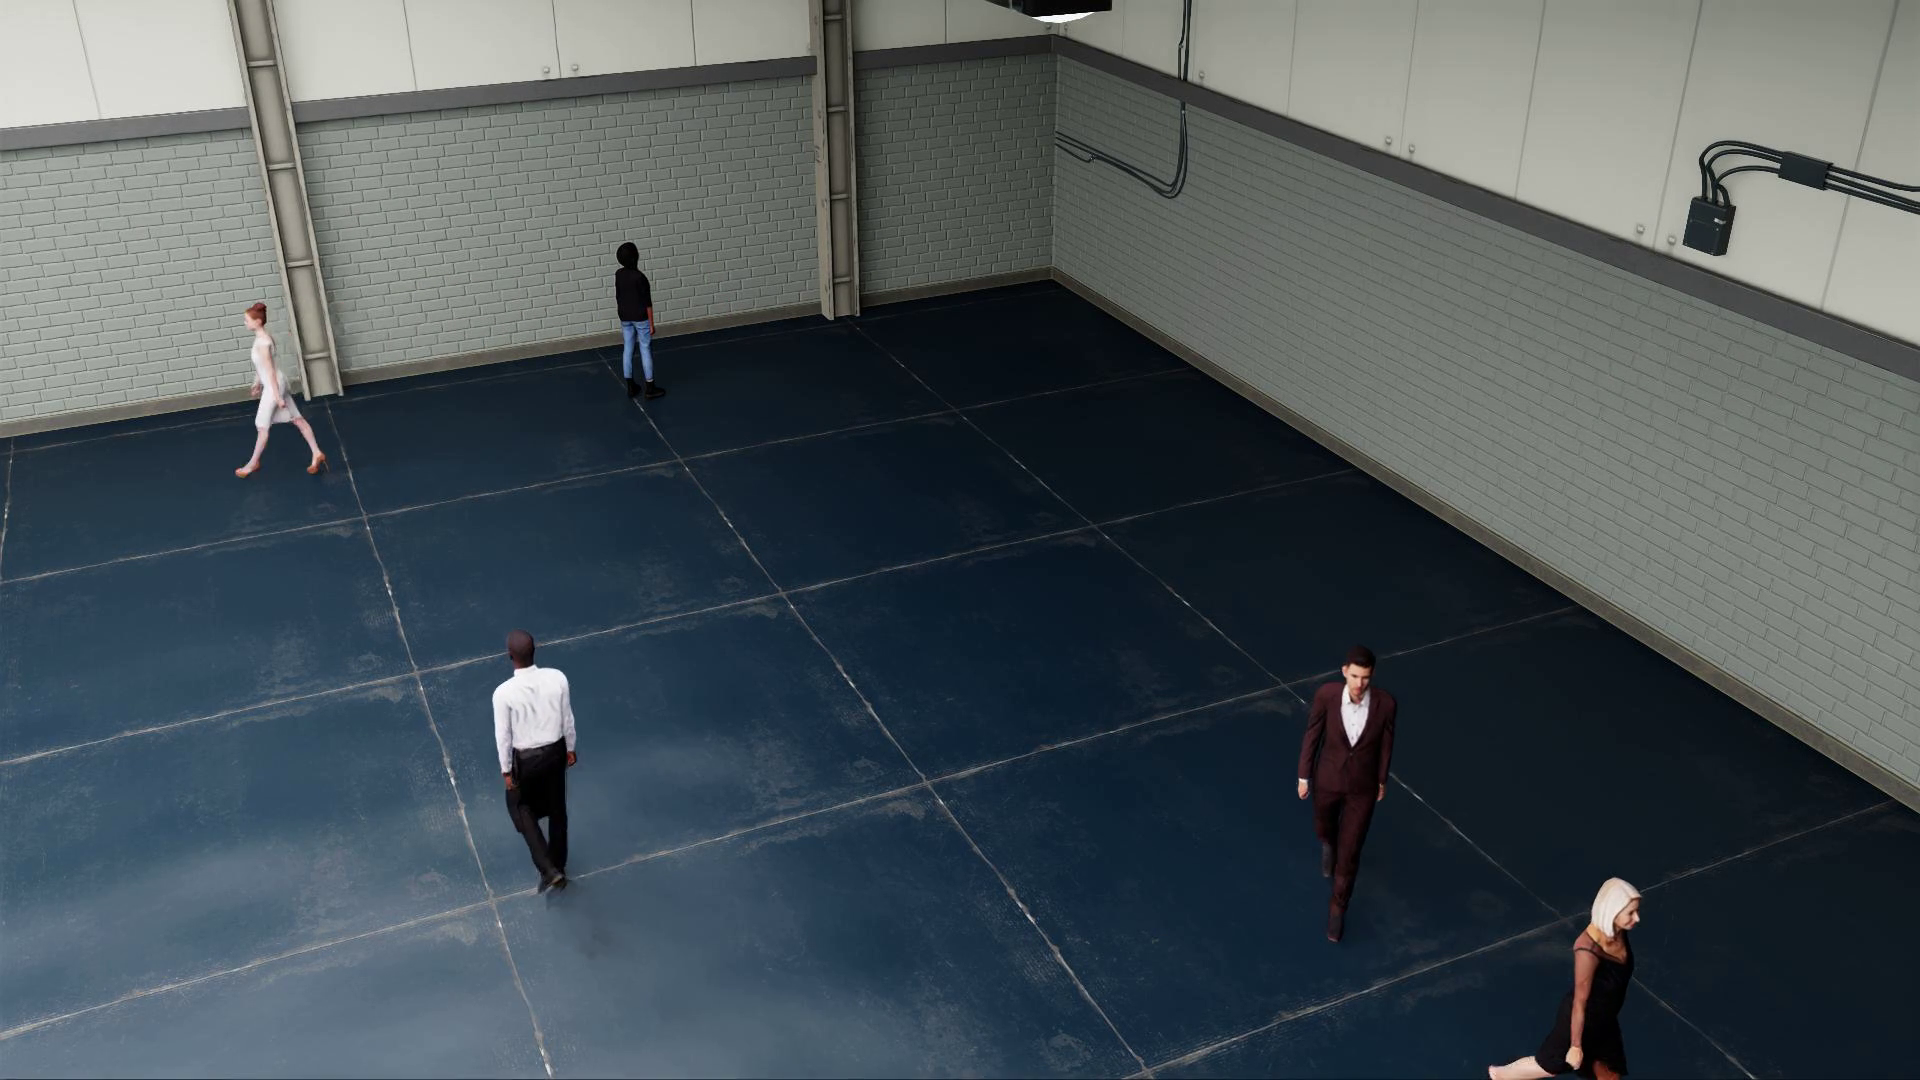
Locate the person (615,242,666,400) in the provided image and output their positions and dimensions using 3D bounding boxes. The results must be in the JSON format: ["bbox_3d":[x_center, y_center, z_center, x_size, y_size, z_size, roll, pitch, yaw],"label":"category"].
[{"bbox_3d":[-3.418,-2.310,17.527,0.654,1.702,0.710,10,29,19],"label":"person"}]

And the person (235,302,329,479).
[{"bbox_3d":[-6.344,-1.391,15.684,1.074,1.754,0.673,-8,28,-15],"label":"person"}]

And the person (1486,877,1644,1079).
[{"bbox_3d":[3.085,2.388,8.394,1.072,1.711,0.871,-21,34,-35],"label":"person"}]

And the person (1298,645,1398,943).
[{"bbox_3d":[2.341,1.422,10.126,1.211,1.842,1.229,8,28,15],"label":"person"}]

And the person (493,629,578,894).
[{"bbox_3d":[-2.540,1.411,10.169,0.725,1.822,0.734,-14,31,-26],"label":"person"}]
